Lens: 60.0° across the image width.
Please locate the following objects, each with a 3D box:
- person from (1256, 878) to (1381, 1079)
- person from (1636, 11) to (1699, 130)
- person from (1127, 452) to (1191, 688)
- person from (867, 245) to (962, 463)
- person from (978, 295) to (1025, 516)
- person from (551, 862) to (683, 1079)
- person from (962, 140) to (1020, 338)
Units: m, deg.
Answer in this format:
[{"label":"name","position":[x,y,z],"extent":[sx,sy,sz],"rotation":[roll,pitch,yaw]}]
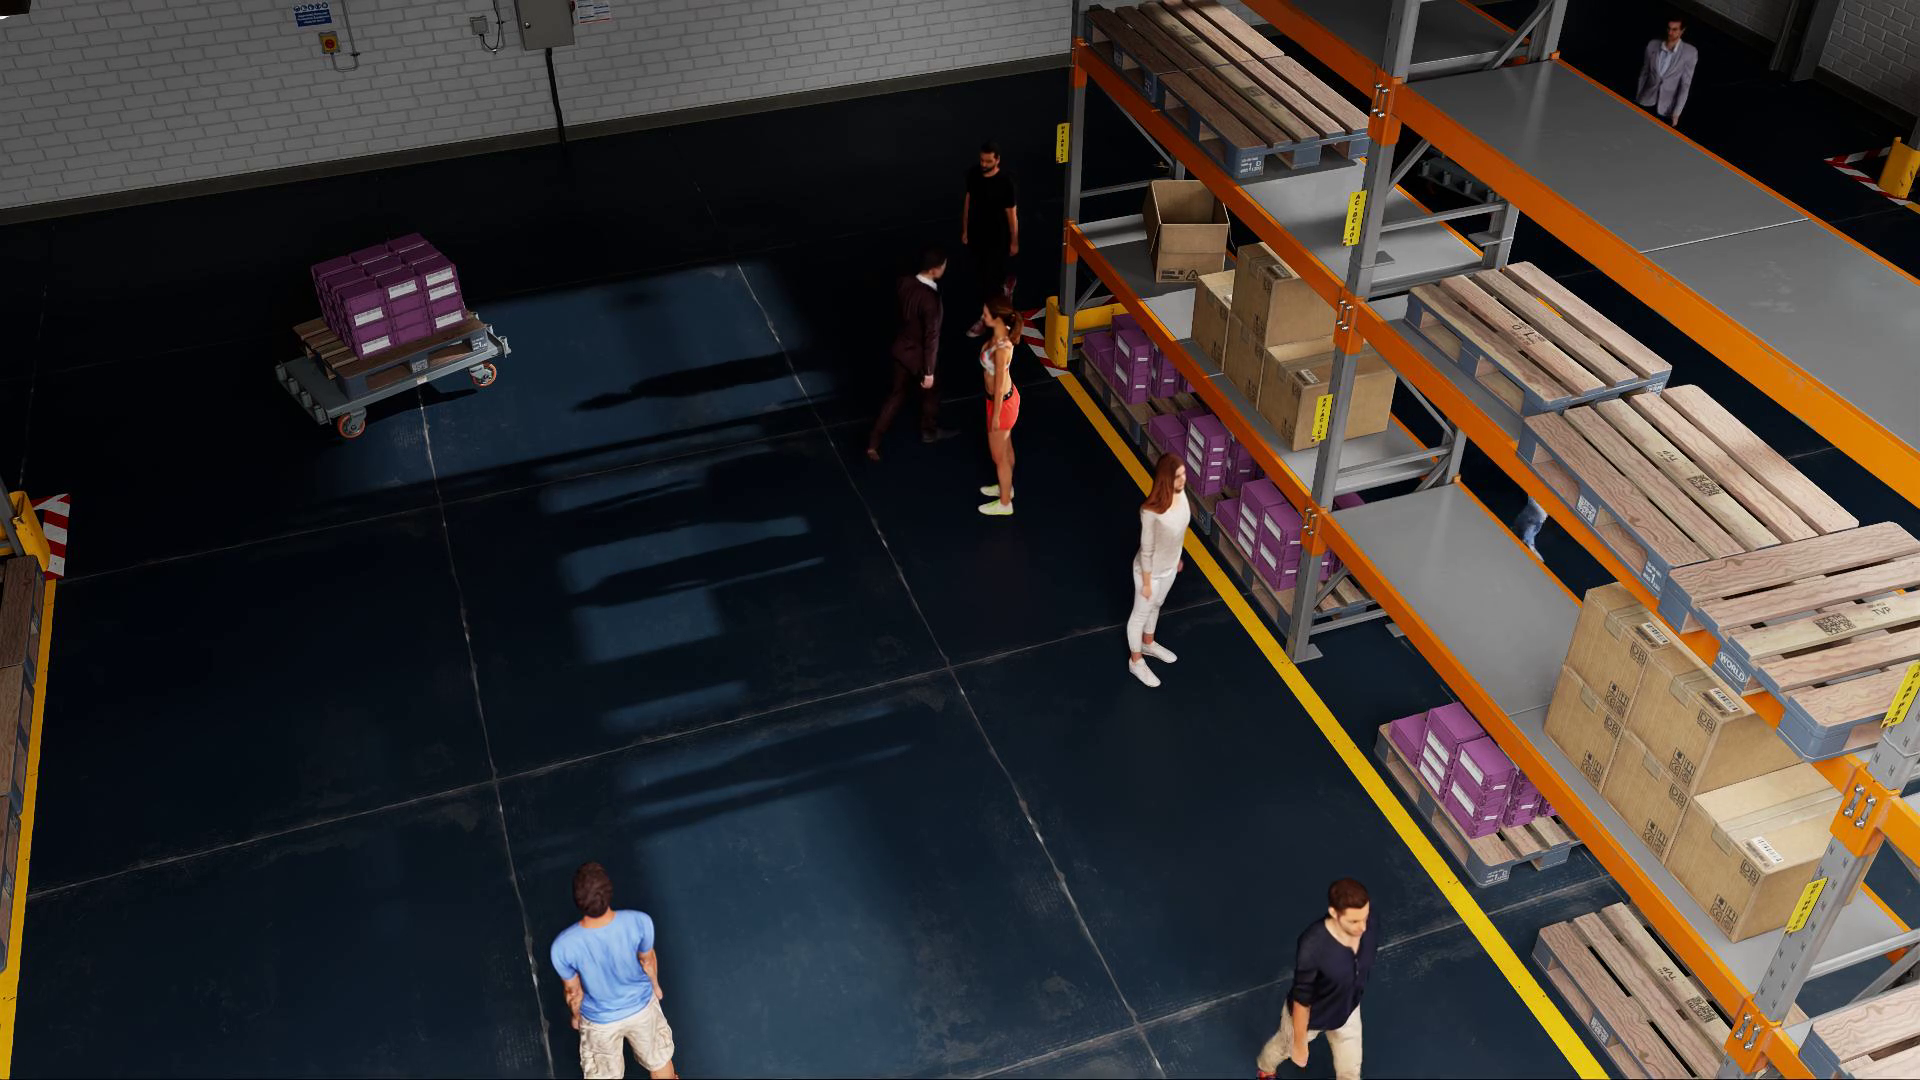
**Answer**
[{"label":"person","position":[1.681,2.188,7.999],"extent":[0.742,1.821,1.099],"rotation":[-18,42,-21]},{"label":"person","position":[6.775,-4.199,16.011],"extent":[1.223,1.804,1.149],"rotation":[25,45,28]},{"label":"person","position":[1.249,0.152,10.635],"extent":[0.722,1.713,0.697],"rotation":[26,45,29]},{"label":"person","position":[-0.384,-1.358,12.429],"extent":[1.023,1.833,1.172],"rotation":[-30,47,-32]},{"label":"person","position":[0.303,-0.973,11.985],"extent":[0.709,1.787,0.598],"rotation":[4,39,5]},{"label":"person","position":[-1.631,2.216,7.930],"extent":[0.662,1.863,0.581],"rotation":[-16,41,-19]},{"label":"person","position":[0.290,-2.607,14.068],"extent":[1.109,1.739,1.102],"rotation":[21,43,24]}]
